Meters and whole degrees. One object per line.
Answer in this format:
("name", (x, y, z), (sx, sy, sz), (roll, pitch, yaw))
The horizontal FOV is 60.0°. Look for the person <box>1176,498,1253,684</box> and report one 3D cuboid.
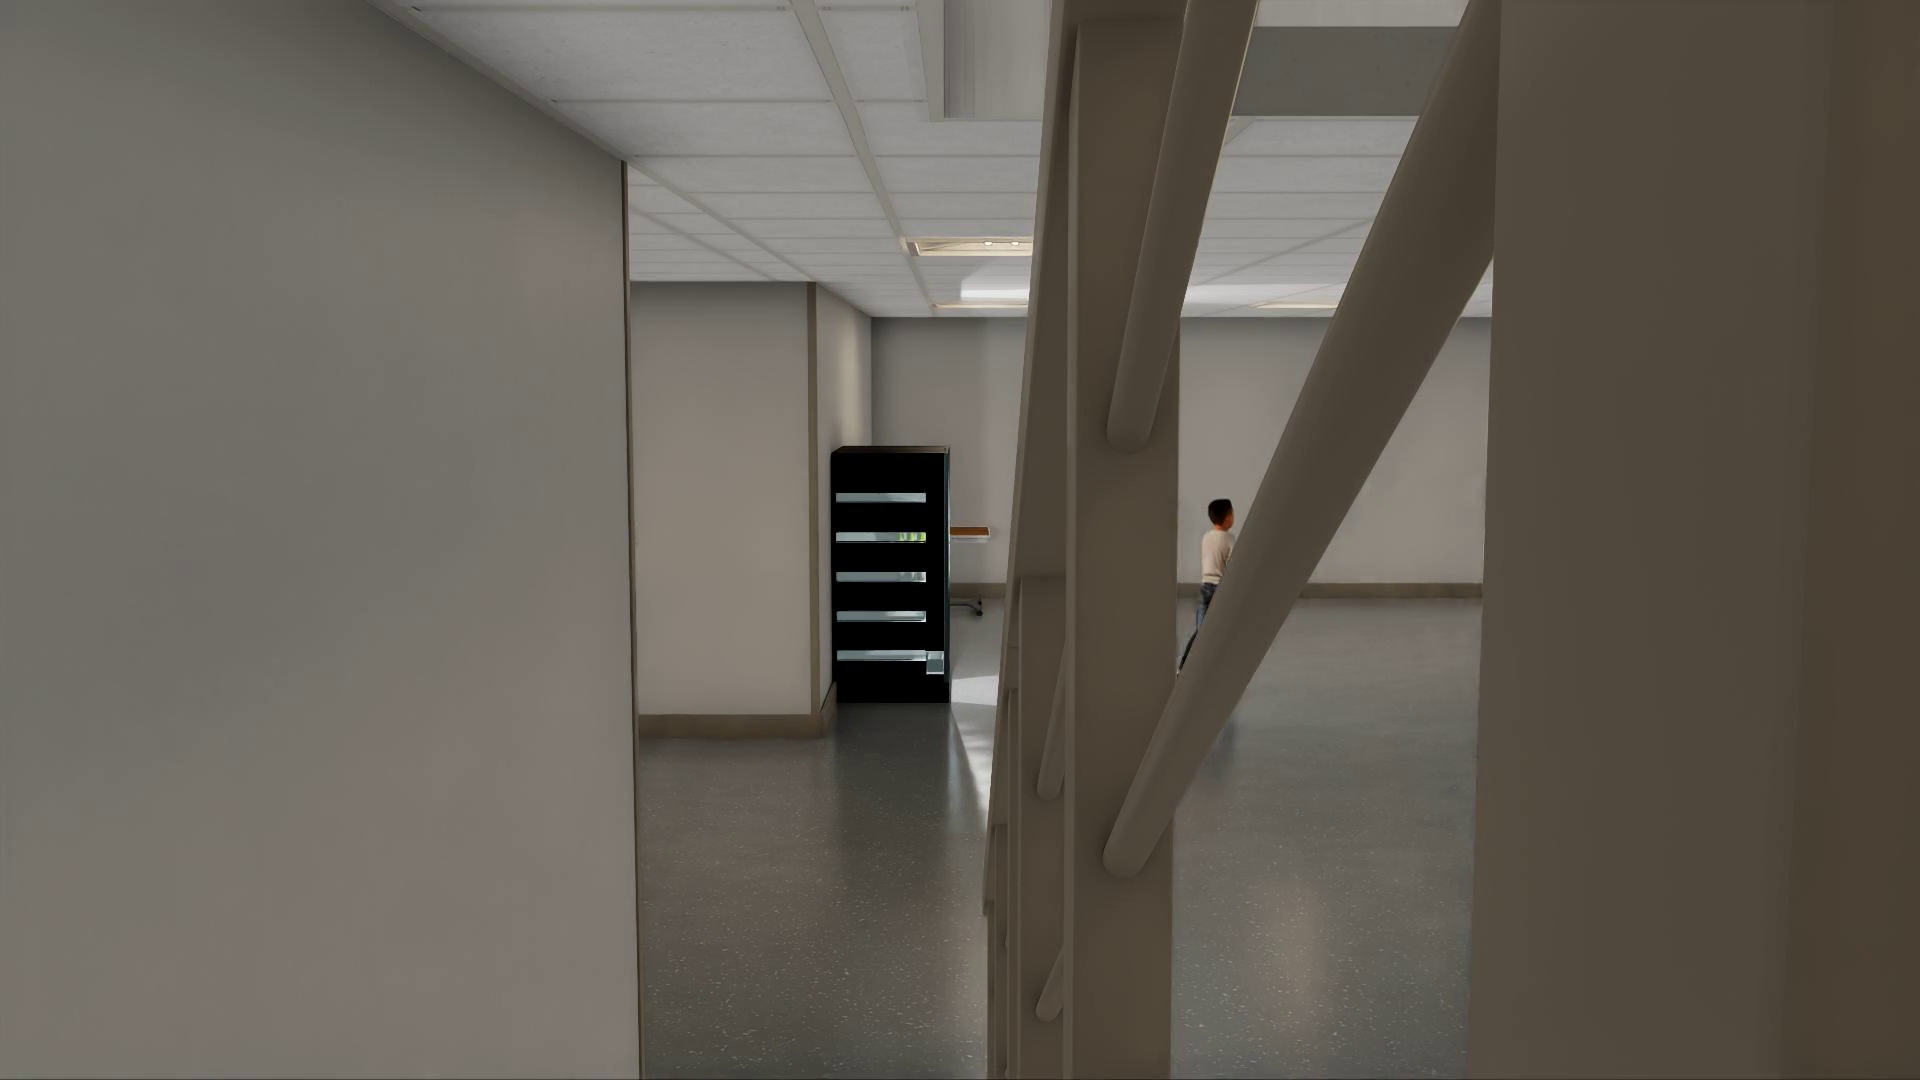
("person", (1.889, 0.428, 12.533), (0.952, 1.444, 1.018), (5, 8, 43))
